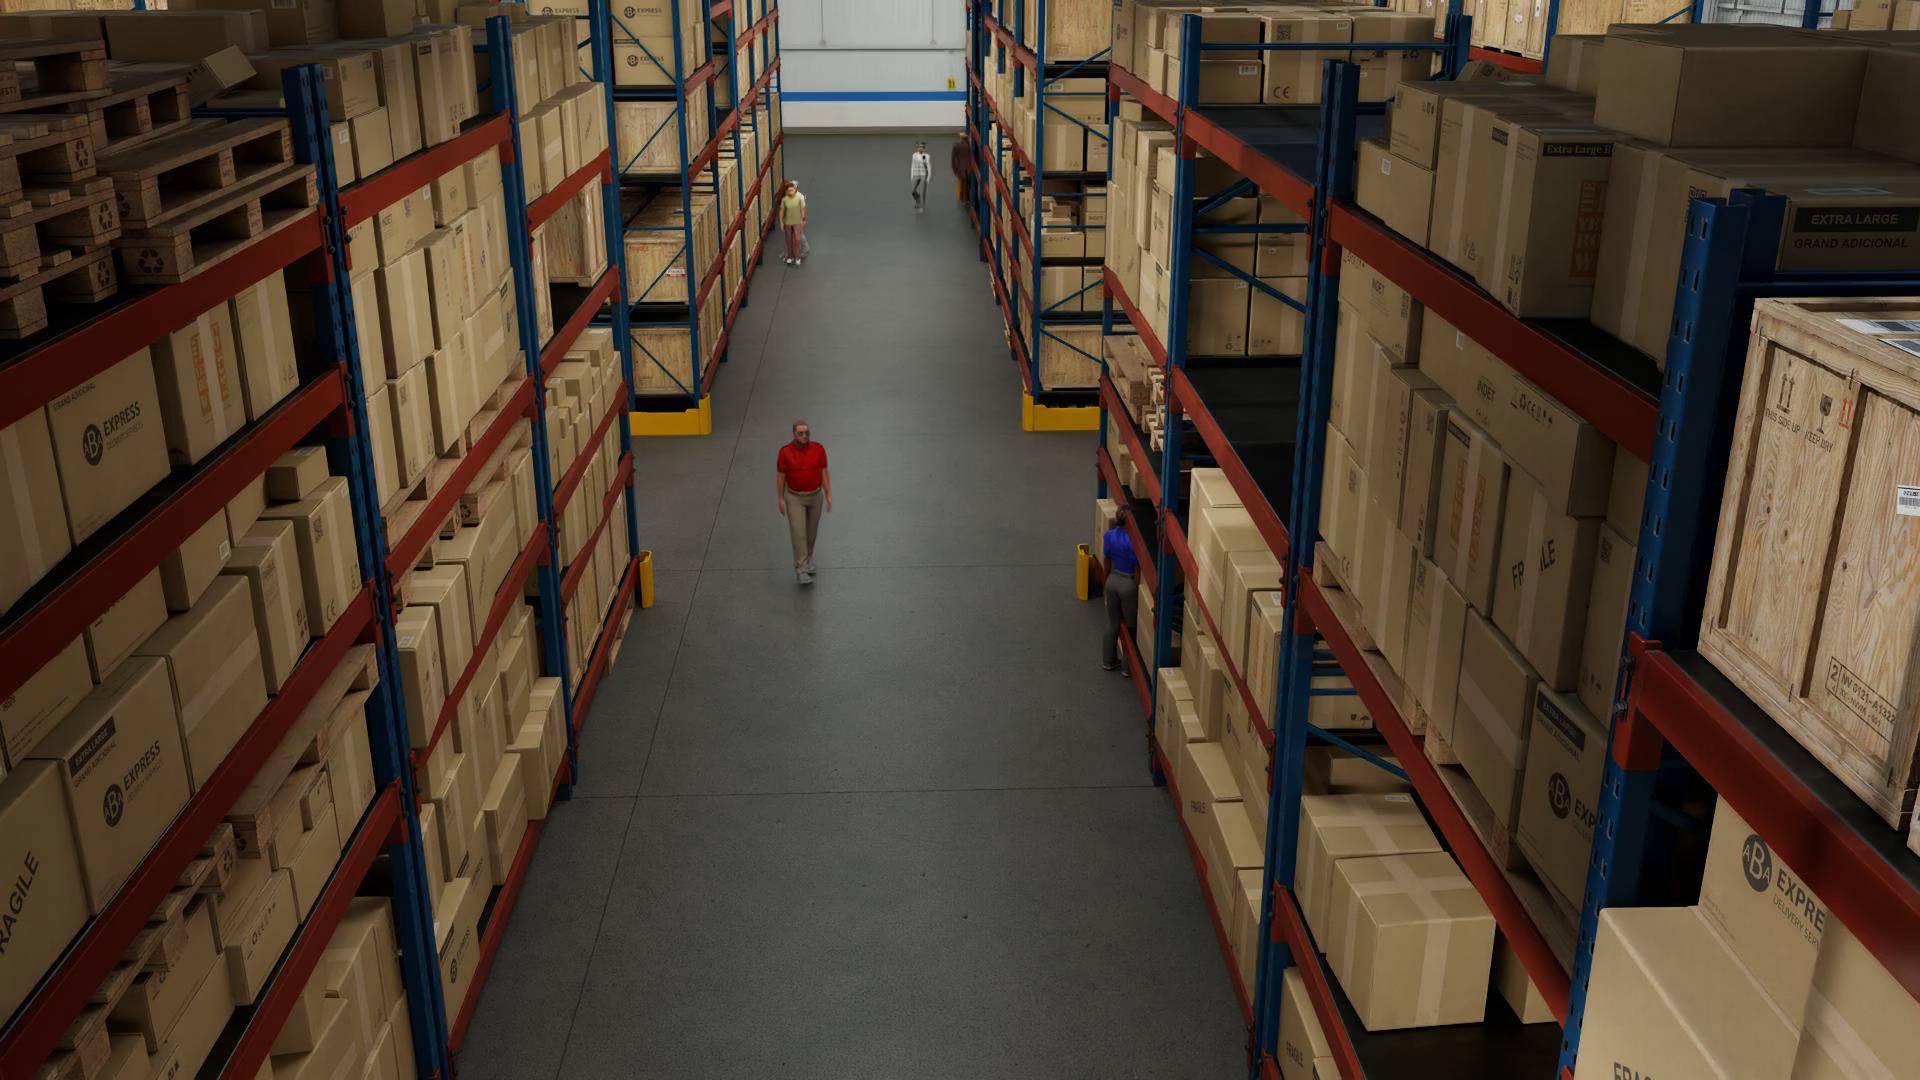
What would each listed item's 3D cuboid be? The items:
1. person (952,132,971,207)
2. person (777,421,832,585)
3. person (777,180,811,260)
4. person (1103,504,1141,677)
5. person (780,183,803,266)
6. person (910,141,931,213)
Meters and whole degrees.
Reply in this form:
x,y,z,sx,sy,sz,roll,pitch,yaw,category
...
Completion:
x,y,z,sx,sy,sz,roll,pitch,yaw,category
0.155,-9.142,41.057,0.722,1.804,0.817,-1,20,-3,person
-1.599,-0.396,17.602,0.548,1.720,0.800,-9,22,-23,person
-3.446,-6.626,34.410,0.945,1.618,0.480,-18,27,-39,person
1.543,0.456,15.449,0.323,1.648,0.443,-19,27,-41,person
-3.420,-6.416,33.777,0.473,1.646,0.826,-1,20,-2,person
-0.943,-8.718,39.934,0.505,1.689,0.437,5,21,14,person
